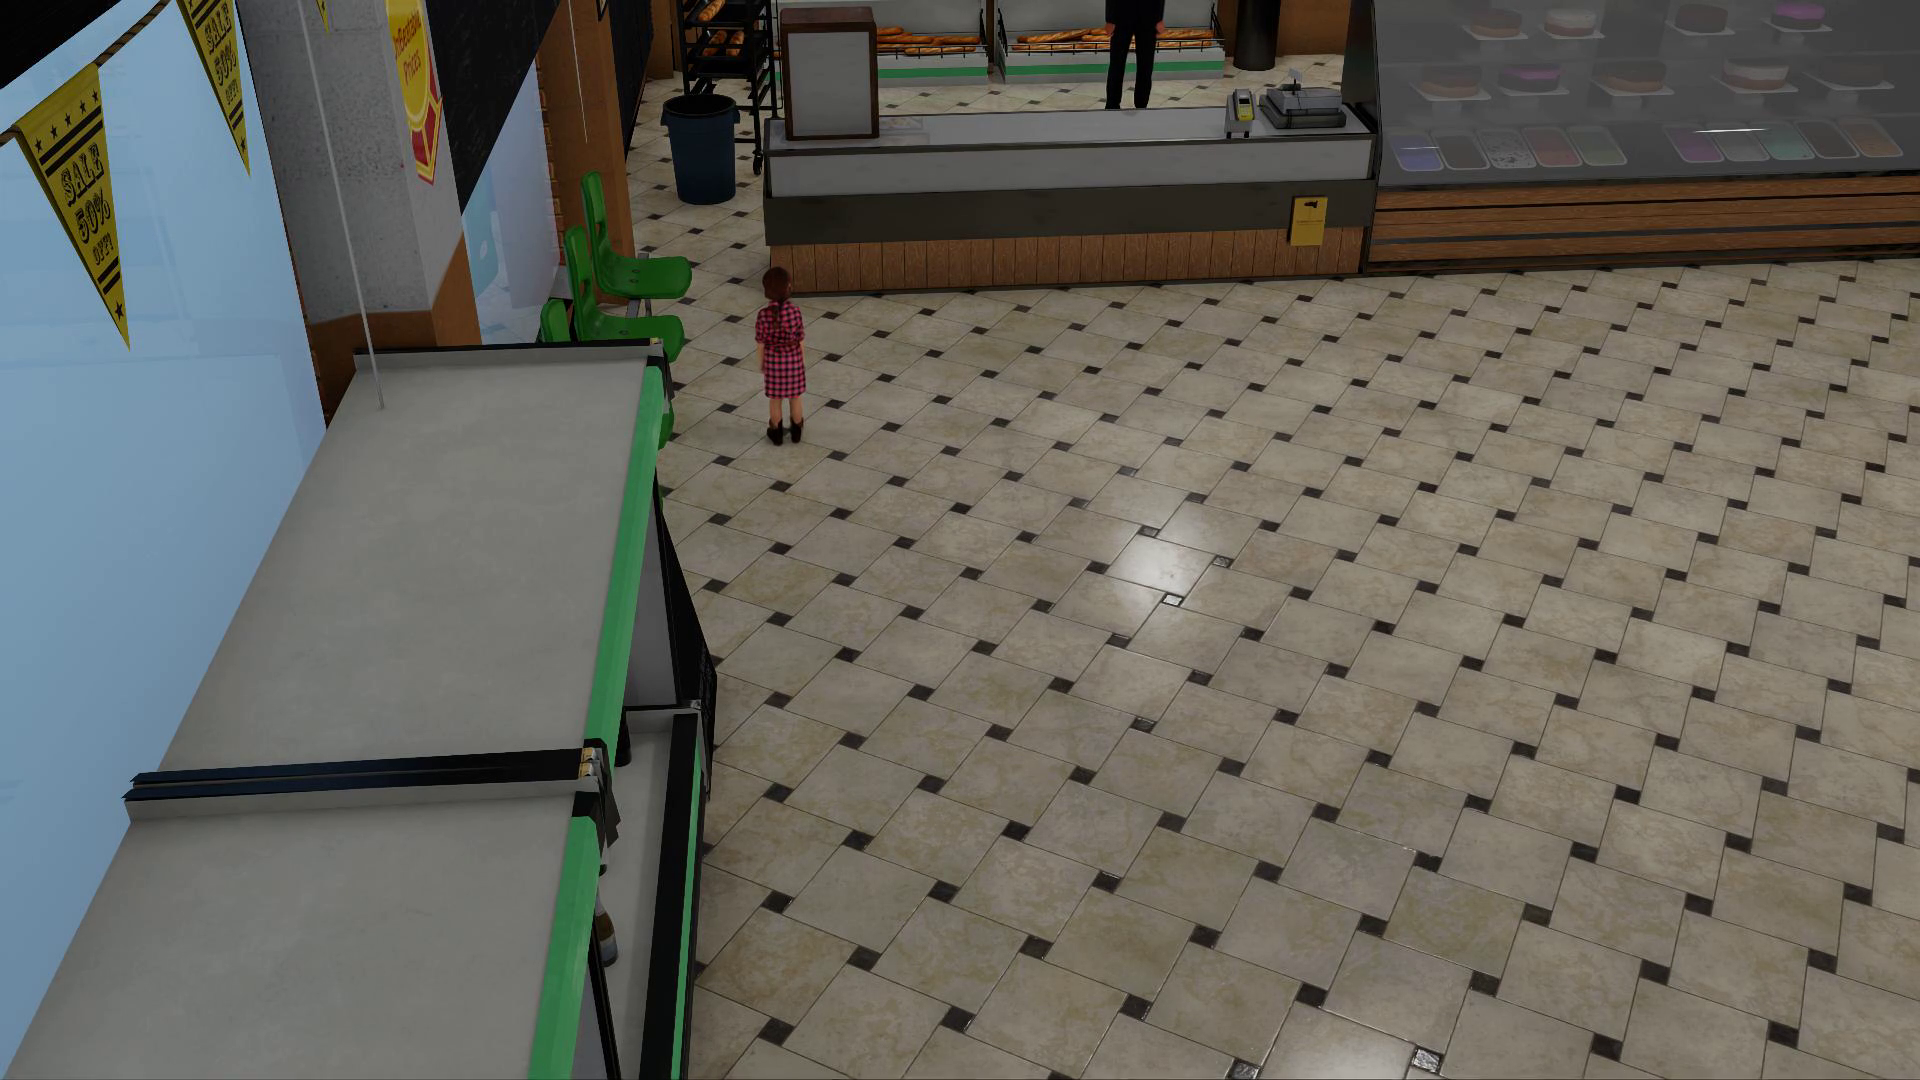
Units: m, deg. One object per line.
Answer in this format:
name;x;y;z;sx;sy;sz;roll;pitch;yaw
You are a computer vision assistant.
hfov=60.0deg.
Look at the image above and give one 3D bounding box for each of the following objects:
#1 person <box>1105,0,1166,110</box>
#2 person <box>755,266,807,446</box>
person;1.425;-4.238;13.466;0.630;1.867;0.548;-3;32;-4
person;-0.970;-0.999;9.060;0.438;1.021;0.461;-6;32;-10
